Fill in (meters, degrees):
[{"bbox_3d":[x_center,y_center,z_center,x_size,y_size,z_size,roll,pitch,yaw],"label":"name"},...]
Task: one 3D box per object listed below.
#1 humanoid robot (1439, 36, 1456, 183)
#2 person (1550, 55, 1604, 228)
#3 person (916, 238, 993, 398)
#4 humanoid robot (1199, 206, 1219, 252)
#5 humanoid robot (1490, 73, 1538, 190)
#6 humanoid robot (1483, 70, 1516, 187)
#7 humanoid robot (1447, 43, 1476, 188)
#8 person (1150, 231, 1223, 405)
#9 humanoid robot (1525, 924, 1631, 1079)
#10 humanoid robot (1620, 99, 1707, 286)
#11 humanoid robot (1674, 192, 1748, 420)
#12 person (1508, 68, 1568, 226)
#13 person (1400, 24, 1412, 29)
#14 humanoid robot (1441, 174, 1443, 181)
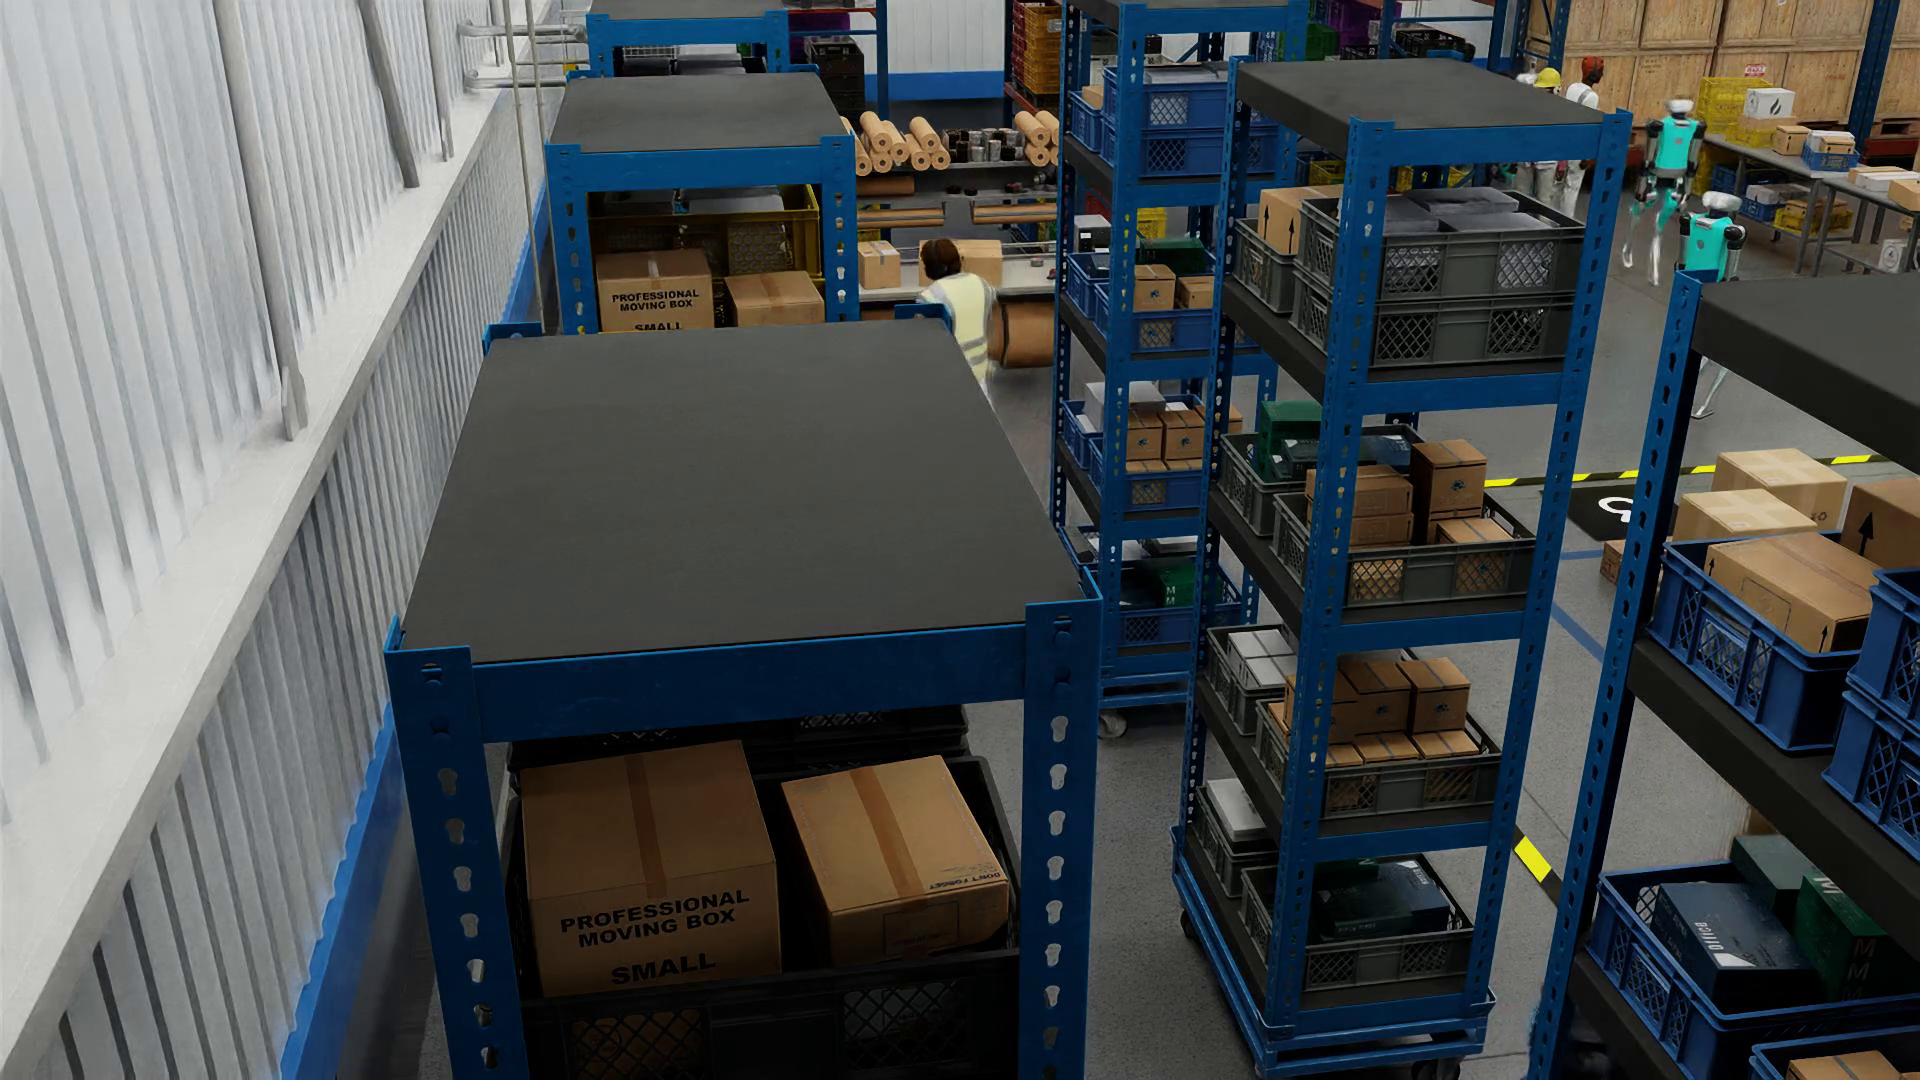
[{"bbox_3d":[5.527,-4.841,19.006,0.531,1.750,0.735,-8,26,-18],"label":"humanoid robot"},{"bbox_3d":[6.351,-4.029,17.133,0.354,1.881,0.569,-2,25,-5],"label":"person"},{"bbox_3d":[-0.116,-1.106,10.871,0.675,1.787,0.932,-20,31,-36],"label":"person"},{"bbox_3d":[2.614,-3.738,16.746,0.600,1.636,0.411,-2,25,-5],"label":"humanoid robot"},{"bbox_3d":[5.733,-3.891,17.023,0.557,1.802,0.759,12,27,24],"label":"humanoid robot"},{"bbox_3d":[5.620,-4.103,17.513,0.315,1.658,0.599,11,27,23],"label":"humanoid robot"},{"bbox_3d":[5.709,-4.887,19.243,0.465,1.647,0.603,-17,30,-32],"label":"humanoid robot"},{"bbox_3d":[1.477,-1.105,10.806,0.597,1.850,0.386,-3,25,-6],"label":"person"},{"bbox_3d":[1.712,1.787,4.750,0.334,1.650,0.602,6,25,13],"label":"humanoid robot"},{"bbox_3d":[6.641,-3.383,15.942,0.531,1.774,0.985,1,25,2],"label":"humanoid robot"},{"bbox_3d":[5.556,-1.731,12.138,0.735,1.681,0.533,-12,27,-24],"label":"humanoid robot"},{"bbox_3d":[5.794,-3.797,16.680,0.600,1.830,0.404,21,32,39],"label":"person"},{"bbox_3d":[4.838,-4.735,18.529,0.632,1.990,0.791,-12,27,-25],"label":"person"},{"bbox_3d":[5.220,-4.535,18.238,0.533,1.677,0.735,12,27,24],"label":"humanoid robot"}]
